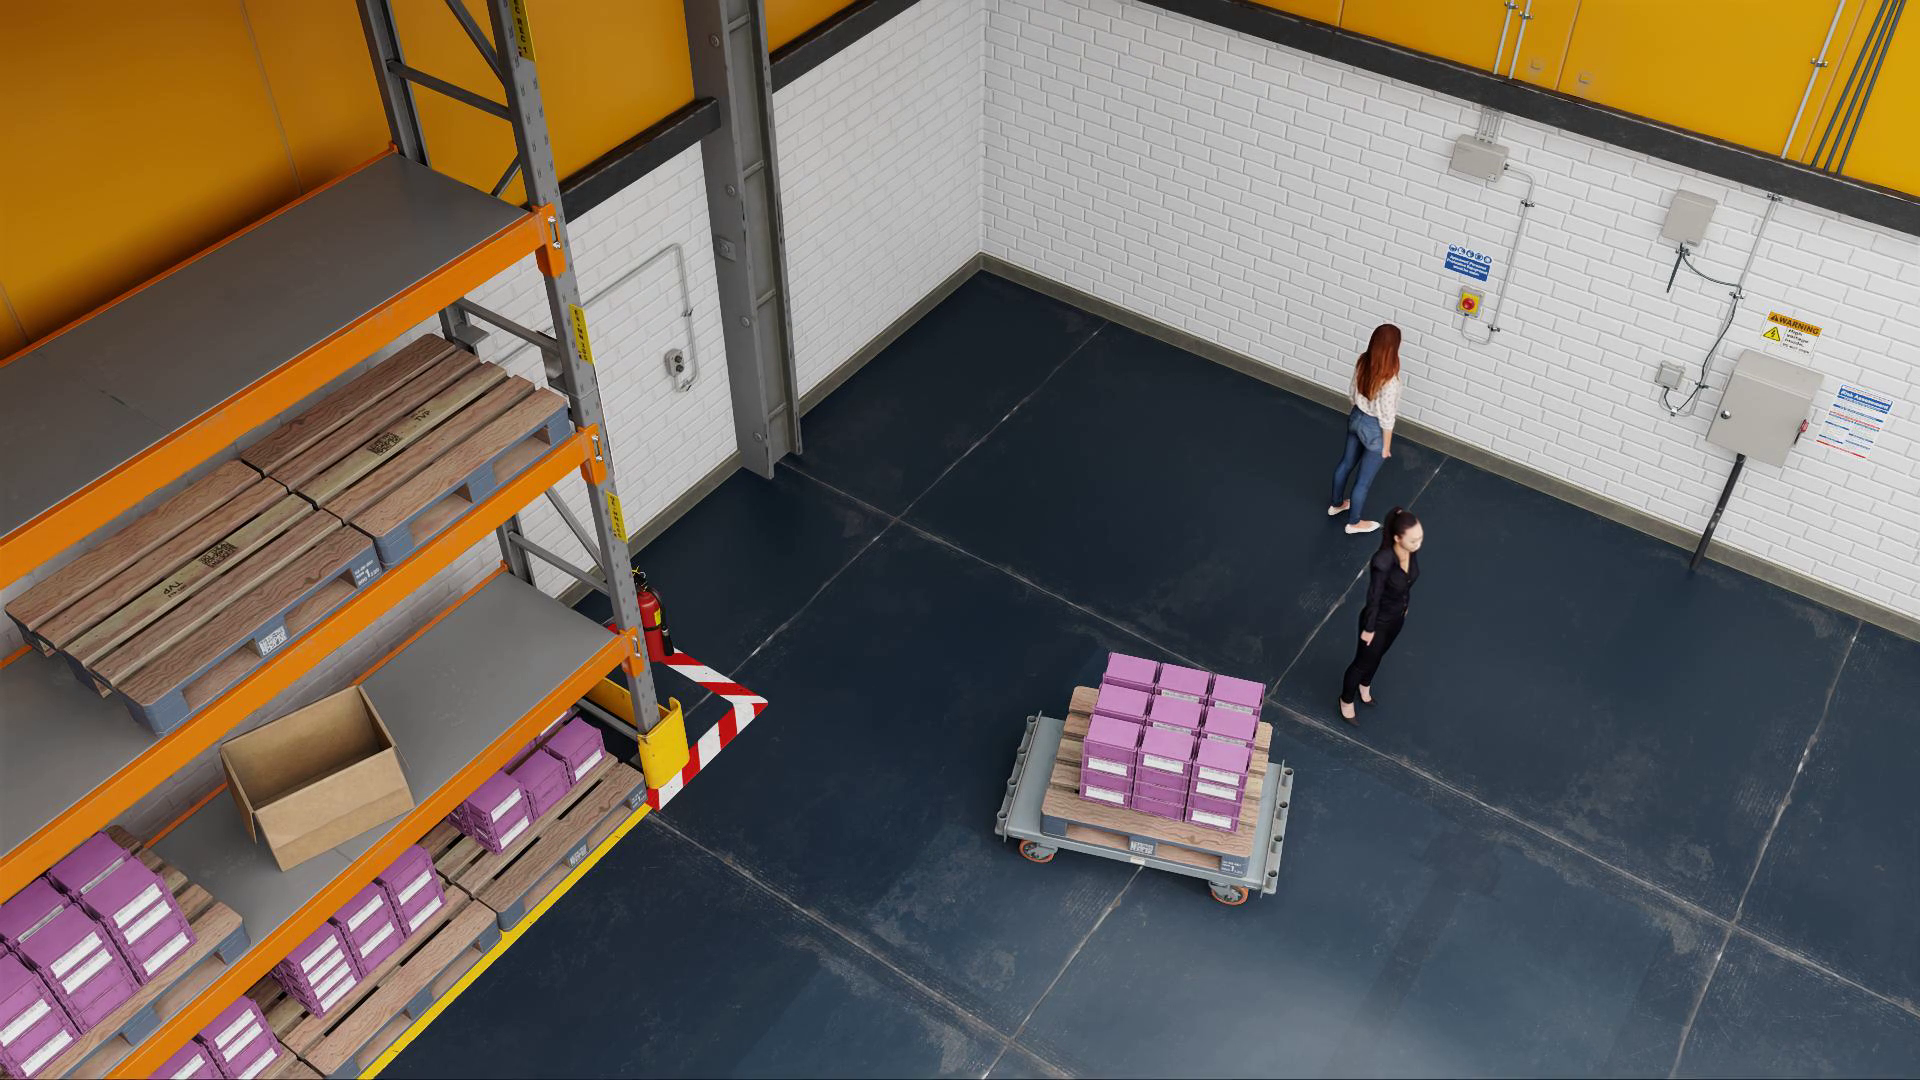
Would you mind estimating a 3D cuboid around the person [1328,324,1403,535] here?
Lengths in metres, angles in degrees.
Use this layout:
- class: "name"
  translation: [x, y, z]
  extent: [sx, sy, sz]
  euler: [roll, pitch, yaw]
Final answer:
- class: "person"
  translation: [2.816, -0.778, 11.478]
  extent: [0.666, 1.729, 0.657]
  euler: [-17, 46, -17]

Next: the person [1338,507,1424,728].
- class: "person"
  translation: [2.588, 0.476, 10.175]
  extent: [0.473, 1.711, 0.672]
  euler: [-35, 53, -31]
